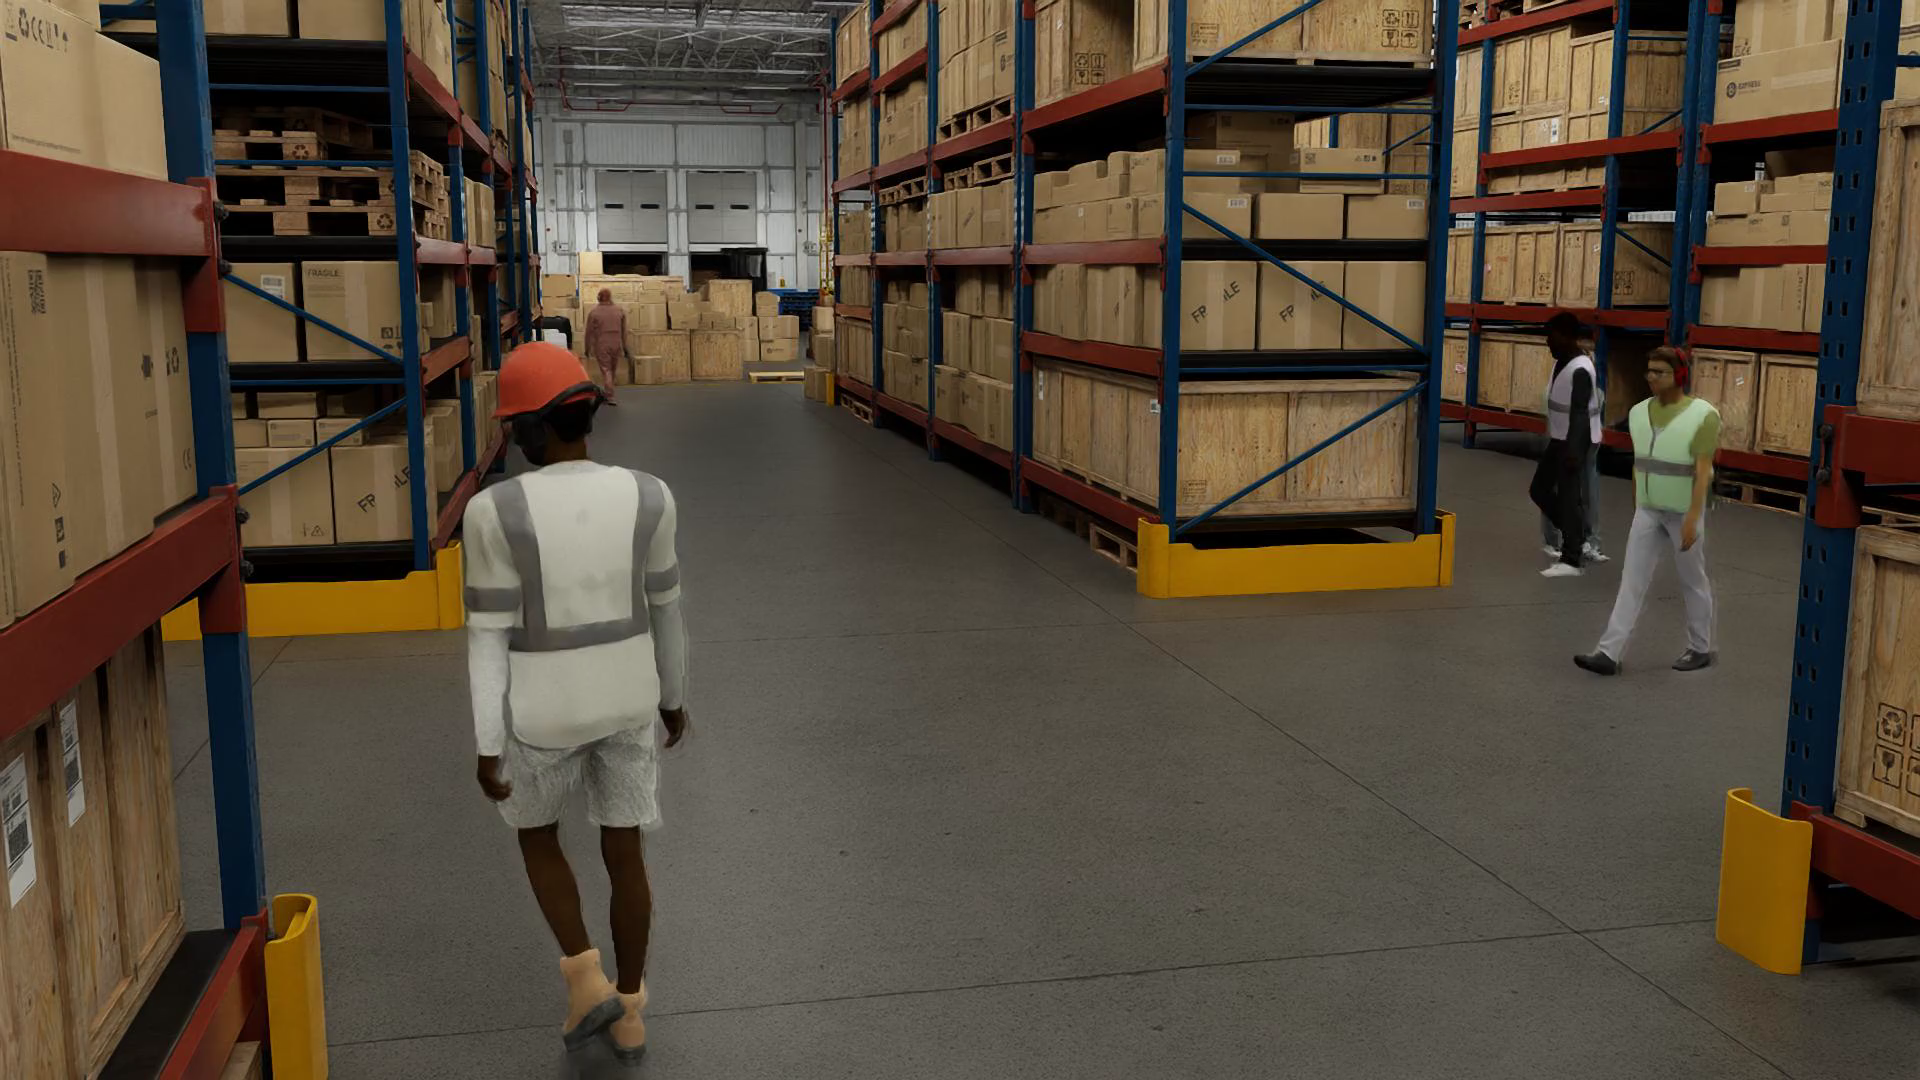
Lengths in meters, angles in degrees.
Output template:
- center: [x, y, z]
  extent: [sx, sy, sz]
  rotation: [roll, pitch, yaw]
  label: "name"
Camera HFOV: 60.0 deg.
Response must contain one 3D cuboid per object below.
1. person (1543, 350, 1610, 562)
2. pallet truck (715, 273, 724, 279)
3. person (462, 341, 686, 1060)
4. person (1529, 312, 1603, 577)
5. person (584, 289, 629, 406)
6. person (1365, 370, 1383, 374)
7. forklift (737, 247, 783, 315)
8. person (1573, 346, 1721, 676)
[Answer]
- center: [4.644, -0.617, 12.496]
  extent: [0.492, 1.600, 0.725]
  rotation: [-1, 9, -8]
  label: "person"
- center: [-8.580, -8.986, 62.280]
  extent: [1.885, 1.965, 0.823]
  rotation: [1, 9, 5]
  label: "pallet truck"
- center: [-1.046, 0.462, 4.633]
  extent: [0.670, 2.016, 0.435]
  rotation: [-5, 11, -29]
  label: "person"
- center: [4.374, -0.681, 11.981]
  extent: [0.450, 1.898, 0.696]
  rotation: [1, 9, 4]
  label: "person"
- center: [-5.761, -3.124, 26.961]
  extent: [0.676, 1.852, 0.976]
  rotation: [-6, 11, -31]
  label: "person"
- center: [6.010, -2.475, 23.810]
  extent: [0.733, 1.605, 0.526]
  rotation: [1, 9, 4]
  label: "person"
- center: [-6.362, -7.626, 51.307]
  extent: [1.129, 2.768, 1.873]
  rotation: [-7, 12, -38]
  label: "forklift"
- center: [3.793, -0.143, 8.989]
  extent: [0.979, 1.790, 0.589]
  rotation: [-5, 11, -28]
  label: "person"
